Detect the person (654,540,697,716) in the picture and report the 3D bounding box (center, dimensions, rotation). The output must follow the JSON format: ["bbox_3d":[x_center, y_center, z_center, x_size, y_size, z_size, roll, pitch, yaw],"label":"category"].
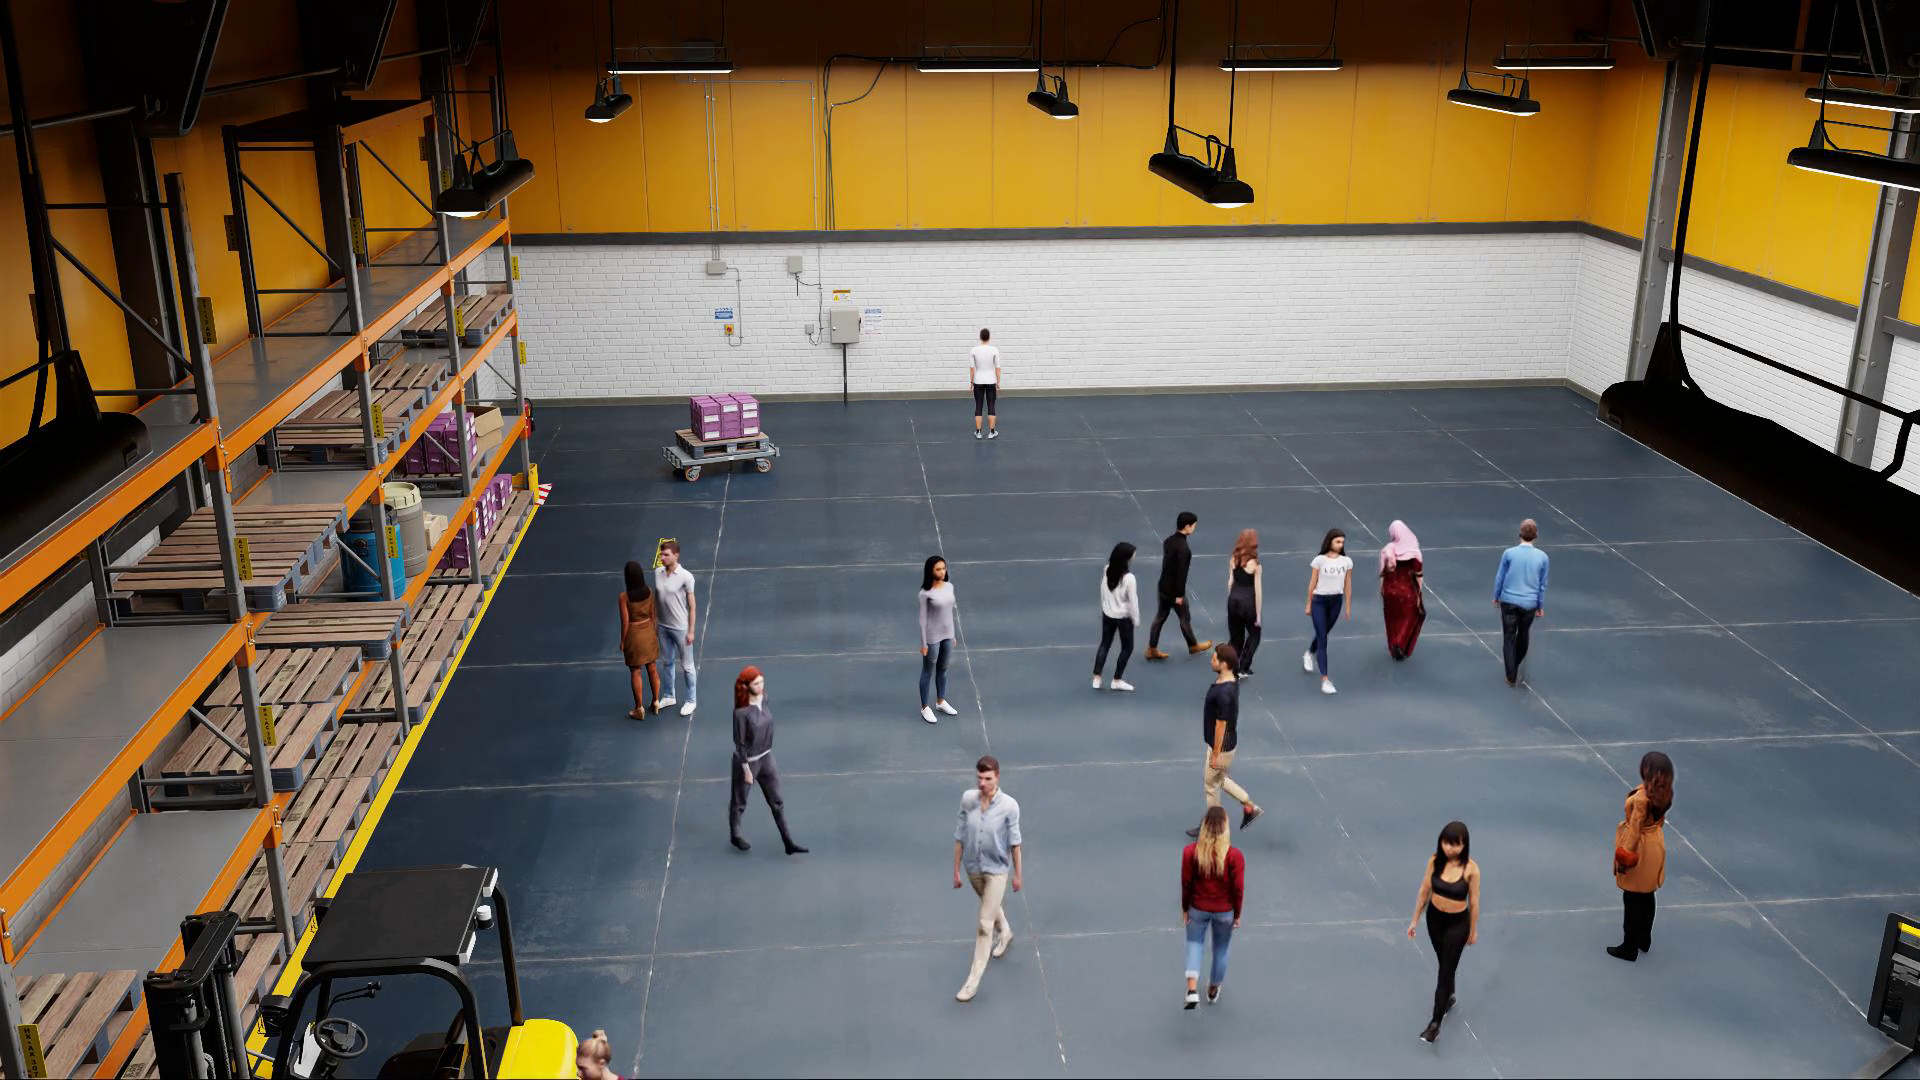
[{"bbox_3d":[-2.934,0.883,17.115,0.732,1.851,0.738,10,21,26],"label":"person"}]

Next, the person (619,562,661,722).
[{"bbox_3d":[-3.270,1.020,16.972,0.691,1.684,0.644,17,25,42],"label":"person"}]

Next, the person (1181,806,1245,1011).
[{"bbox_3d":[1.819,2.712,12.046,0.755,1.621,0.919,4,19,13],"label":"person"}]

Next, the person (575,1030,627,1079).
[{"bbox_3d":[-1.898,3.540,9.495,0.910,1.680,0.996,10,21,28],"label":"person"}]

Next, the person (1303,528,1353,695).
[{"bbox_3d":[3.900,0.702,17.843,0.661,1.730,1.187,-2,19,-7],"label":"person"}]

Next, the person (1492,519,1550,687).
[{"bbox_3d":[5.987,0.692,17.792,0.910,1.781,1.162,4,19,12],"label":"person"}]

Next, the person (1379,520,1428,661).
[{"bbox_3d":[4.845,0.589,18.341,0.872,1.626,0.926,11,22,31],"label":"person"}]

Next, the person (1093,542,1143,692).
[{"bbox_3d":[1.663,0.812,17.589,0.757,1.684,0.846,12,22,32],"label":"person"}]

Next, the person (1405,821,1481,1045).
[{"bbox_3d":[3.552,2.734,11.984,0.955,1.617,1.004,16,24,39],"label":"person"}]

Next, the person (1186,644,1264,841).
[{"bbox_3d":[2.352,1.790,14.434,0.867,1.843,0.920,4,19,13],"label":"person"}]

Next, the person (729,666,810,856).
[{"bbox_3d":[-1.843,1.896,14.283,1.059,1.739,1.041,12,22,33],"label":"person"}]

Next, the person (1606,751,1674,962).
[{"bbox_3d":[5.236,2.413,12.777,0.785,1.720,0.796,-15,23,-37],"label":"person"}]

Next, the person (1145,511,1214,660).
[{"bbox_3d":[2.282,0.543,18.394,0.937,1.680,1.048,-6,19,-16],"label":"person"}]

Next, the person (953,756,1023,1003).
[{"bbox_3d":[0.245,2.454,12.532,1.106,1.800,1.327,9,21,25],"label":"person"}]

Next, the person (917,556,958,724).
[{"bbox_3d":[-0.245,0.986,16.990,0.686,1.736,0.717,-16,24,-40],"label":"person"}]

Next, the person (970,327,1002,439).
[{"bbox_3d":[0.415,-2.602,27.463,0.697,1.851,0.613,1,19,3],"label":"person"}]

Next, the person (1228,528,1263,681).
[{"bbox_3d":[2.971,0.739,17.727,0.768,1.734,0.825,14,23,35],"label":"person"}]
